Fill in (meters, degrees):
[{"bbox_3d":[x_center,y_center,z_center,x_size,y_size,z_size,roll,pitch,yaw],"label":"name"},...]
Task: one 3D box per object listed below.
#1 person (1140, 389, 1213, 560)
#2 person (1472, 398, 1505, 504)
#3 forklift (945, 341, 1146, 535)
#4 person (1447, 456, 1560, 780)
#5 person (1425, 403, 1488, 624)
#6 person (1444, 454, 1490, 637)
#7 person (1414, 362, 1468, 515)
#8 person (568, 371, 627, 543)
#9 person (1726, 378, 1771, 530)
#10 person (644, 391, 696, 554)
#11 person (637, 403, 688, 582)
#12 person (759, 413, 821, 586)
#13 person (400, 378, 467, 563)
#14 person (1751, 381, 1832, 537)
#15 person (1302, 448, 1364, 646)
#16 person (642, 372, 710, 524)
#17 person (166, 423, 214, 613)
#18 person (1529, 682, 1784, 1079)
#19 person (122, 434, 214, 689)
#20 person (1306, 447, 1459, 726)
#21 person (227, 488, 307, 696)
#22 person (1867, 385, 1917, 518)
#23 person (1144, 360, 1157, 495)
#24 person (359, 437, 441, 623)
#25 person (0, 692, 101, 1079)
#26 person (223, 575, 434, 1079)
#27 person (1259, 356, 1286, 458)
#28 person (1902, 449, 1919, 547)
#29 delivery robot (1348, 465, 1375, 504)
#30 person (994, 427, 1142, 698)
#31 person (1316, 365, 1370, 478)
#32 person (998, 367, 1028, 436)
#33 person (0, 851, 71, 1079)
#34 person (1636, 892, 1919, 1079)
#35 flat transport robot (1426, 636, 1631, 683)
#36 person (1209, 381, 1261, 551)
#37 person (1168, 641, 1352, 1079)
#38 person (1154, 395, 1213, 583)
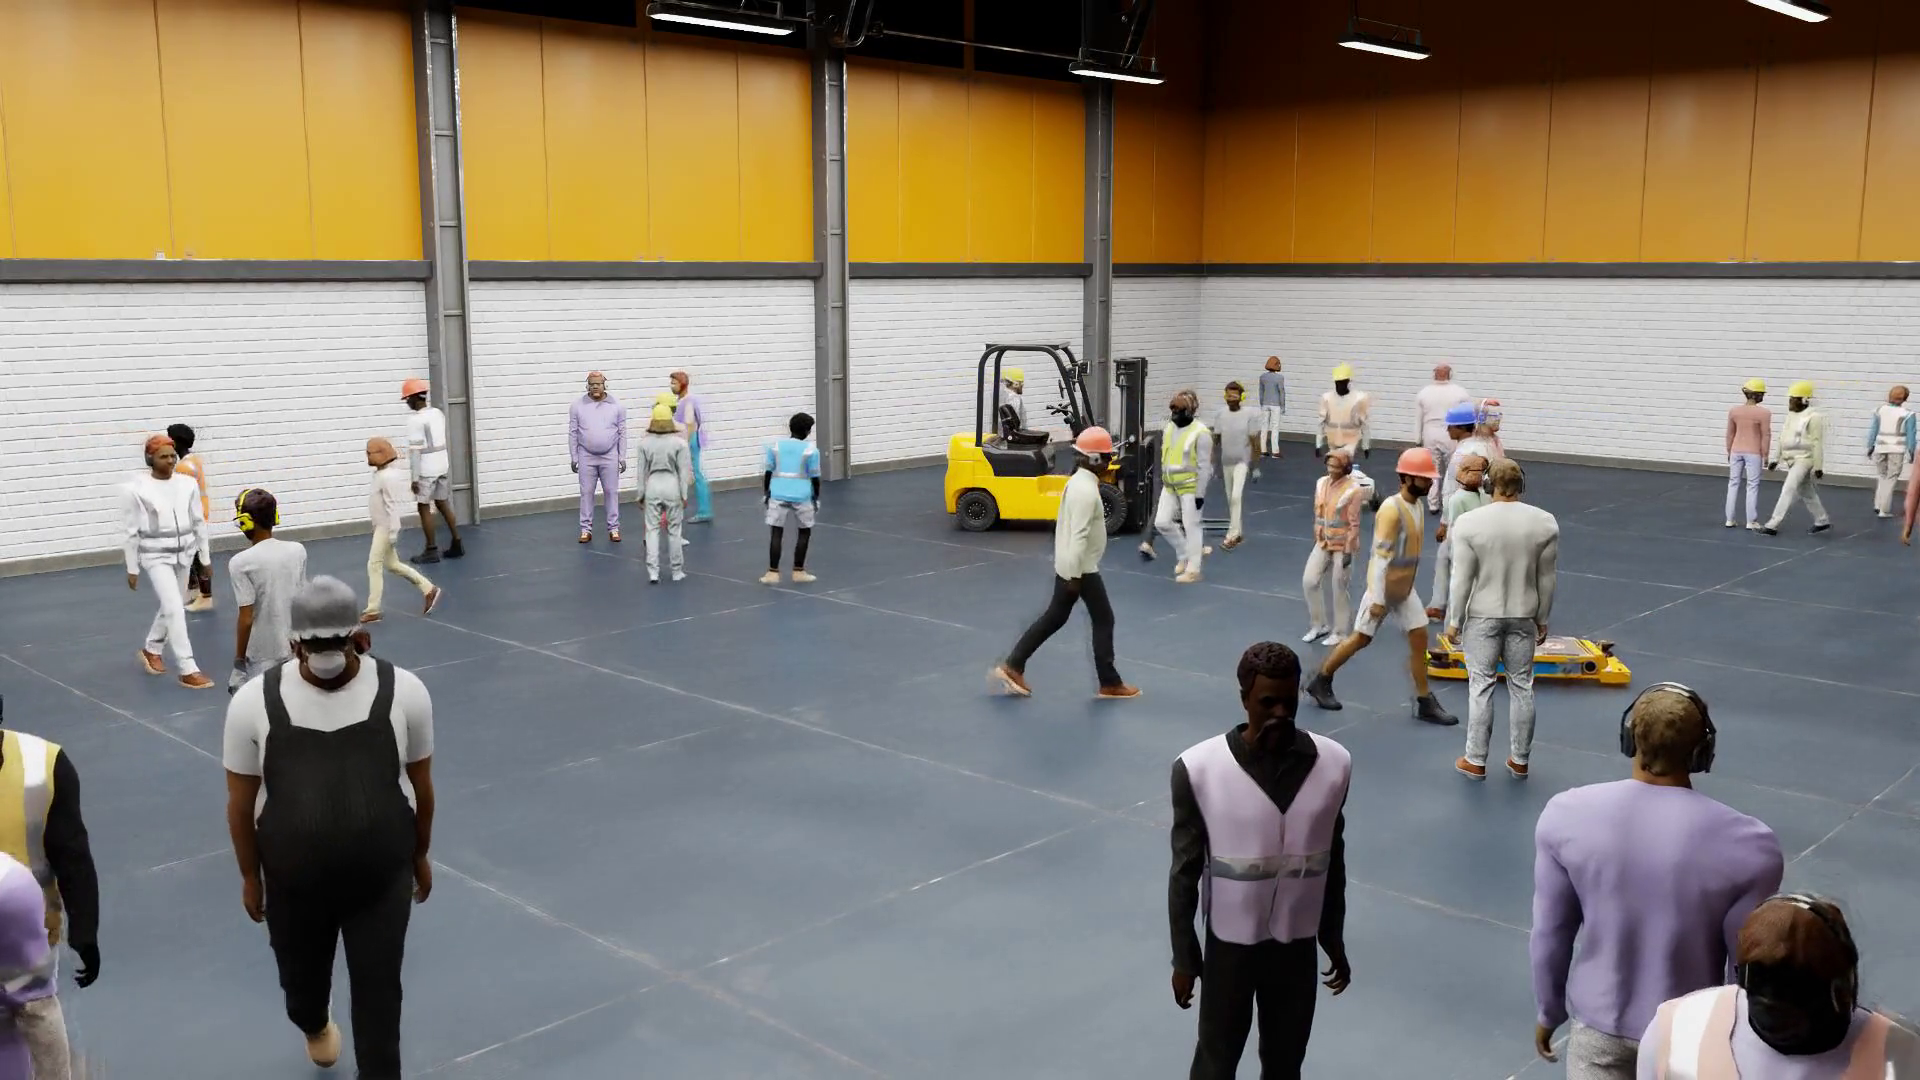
[{"bbox_3d":[2.246,-0.674,17.369,0.965,1.802,0.529,-7,12,-36],"label":"person"},{"bbox_3d":[4.607,-0.295,14.646,0.407,1.906,0.655,7,11,35],"label":"person"},{"bbox_3d":[0.977,-1.223,19.452,2.313,2.155,1.214,2,9,11],"label":"forklift"},{"bbox_3d":[3.200,0.471,9.867,0.627,1.934,0.372,0,9,-1],"label":"person"},{"bbox_3d":[4.109,-0.189,13.955,0.832,1.911,0.614,5,10,26],"label":"person"},{"bbox_3d":[3.892,0.158,12.693,0.282,1.636,0.500,9,13,43],"label":"person"},{"bbox_3d":[5.948,-1.249,20.534,0.683,1.888,0.430,4,10,25],"label":"person"},{"bbox_3d":[-4.014,-0.918,18.467,0.643,1.909,0.410,-2,9,-13],"label":"person"},{"bbox_3d":[9.193,-0.999,19.401,0.329,1.765,0.526,-6,11,-33],"label":"person"},{"bbox_3d":[-3.166,-0.729,17.840,0.523,1.732,0.839,6,11,32],"label":"person"},{"bbox_3d":[-2.875,-0.450,16.135,0.489,1.752,0.343,0,9,-1],"label":"person"},{"bbox_3d":[-1.648,-0.387,15.971,0.627,1.661,0.393,1,9,9],"label":"person"},{"bbox_3d":[-5.467,-0.713,17.189,0.539,1.909,0.654,2,10,14],"label":"person"},{"bbox_3d":[9.502,-0.908,18.817,0.976,1.780,0.588,0,9,0],"label":"person"},{"bbox_3d":[2.974,0.066,13.274,0.480,1.614,0.534,-6,11,-32],"label":"person"},{"bbox_3d":[-3.372,-1.074,19.692,0.879,1.808,0.601,-4,10,-24],"label":"person"},{"bbox_3d":[-6.842,-0.188,14.639,0.452,1.680,0.556,-3,10,-17],"label":"person"},{"bbox_3d":[1.872,1.337,4.539,0.629,1.940,0.379,7,11,35],"label":"person"},{"bbox_3d":[-5.838,0.136,12.204,0.956,1.848,0.586,6,11,31],"label":"person"},{"bbox_3d":[2.841,0.286,11.223,1.048,1.879,0.558,8,12,40],"label":"person"},{"bbox_3d":[-3.753,0.642,9.034,0.329,1.865,0.516,4,10,23],"label":"person"},{"bbox_3d":[11.373,-1.072,20.251,0.472,1.621,0.549,-5,11,-30],"label":"person"},{"bbox_3d":[2.318,-1.502,22.204,0.625,1.855,0.535,-1,9,-9],"label":"person"},{"bbox_3d":[-4.907,-0.099,14.353,0.745,1.606,0.510,-5,10,-27],"label":"person"},{"bbox_3d":[-3.024,1.297,5.182,0.628,1.807,0.742,-7,11,-36],"label":"person"},{"bbox_3d":[-2.212,1.063,5.905,0.693,2.000,0.811,-3,10,-19],"label":"person"},{"bbox_3d":[5.035,-2.142,26.803,0.285,1.633,0.500,-8,12,-40],"label":"person"},{"bbox_3d":[8.064,-0.130,13.460,0.944,1.951,0.662,-9,13,-44],"label":"person"},{"bbox_3d":[4.976,-0.708,21.022,0.477,0.478,0.707,-1,9,-5],"label":"delivery robot"},{"bbox_3d":[0.747,0.170,11.696,1.010,1.954,0.626,-1,9,-5],"label":"person"},{"bbox_3d":[4.683,-1.204,20.371,0.618,1.867,1.003,6,11,34],"label":"person"},{"bbox_3d":[0.655,-1.256,20.790,0.430,1.815,0.612,-3,10,-16],"label":"person"},{"bbox_3d":[-2.632,1.421,4.158,0.608,1.891,0.828,3,10,19],"label":"person"},{"bbox_3d":[1.579,1.598,3.309,0.662,1.810,0.821,9,13,43],"label":"person"},{"bbox_3d":[4.203,0.877,12.459,1.431,0.197,0.652,1,9,7],"label":"flat transport robot"},{"bbox_3d":[2.937,-0.790,17.946,0.506,1.813,0.934,6,11,34],"label":"person"},{"bbox_3d":[0.926,1.245,5.166,0.599,1.917,0.377,-3,10,-15],"label":"person"},{"bbox_3d":[2.157,-0.489,16.059,0.452,1.825,0.666,-6,11,-35],"label":"person"}]
